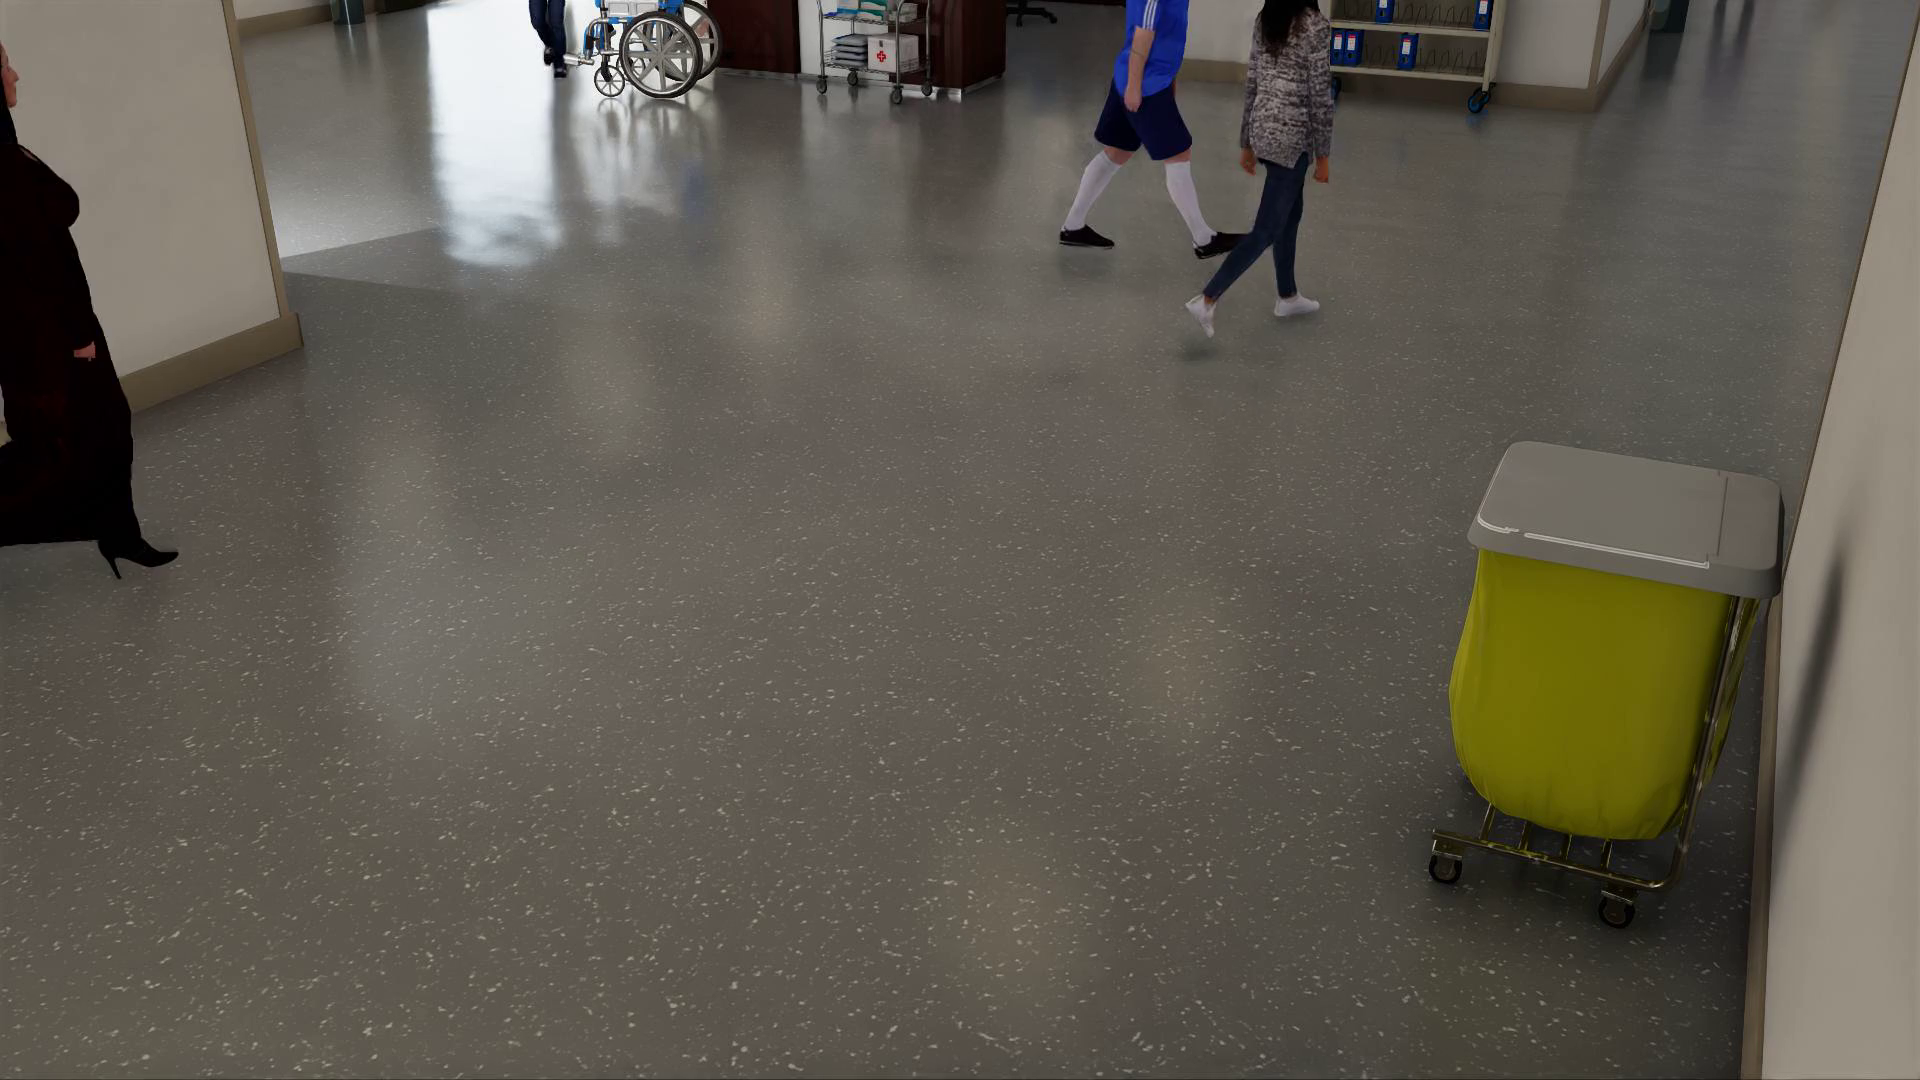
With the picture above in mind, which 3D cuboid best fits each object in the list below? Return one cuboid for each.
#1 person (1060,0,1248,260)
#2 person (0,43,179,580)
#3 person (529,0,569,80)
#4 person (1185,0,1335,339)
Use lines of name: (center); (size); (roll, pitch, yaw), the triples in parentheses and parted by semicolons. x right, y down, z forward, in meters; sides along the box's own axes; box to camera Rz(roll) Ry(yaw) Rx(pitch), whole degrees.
person: (0.853, -2.250, 8.314); (1.291, 1.774, 0.936); (4, 26, 9)
person: (-2.832, -0.583, 4.910); (1.005, 1.728, 1.040); (-17, 31, -32)
person: (-3.268, -4.482, 13.198); (0.797, 1.552, 0.794); (-2, 26, -3)
person: (1.339, -1.699, 7.259); (1.104, 1.697, 1.159); (-14, 29, -27)
